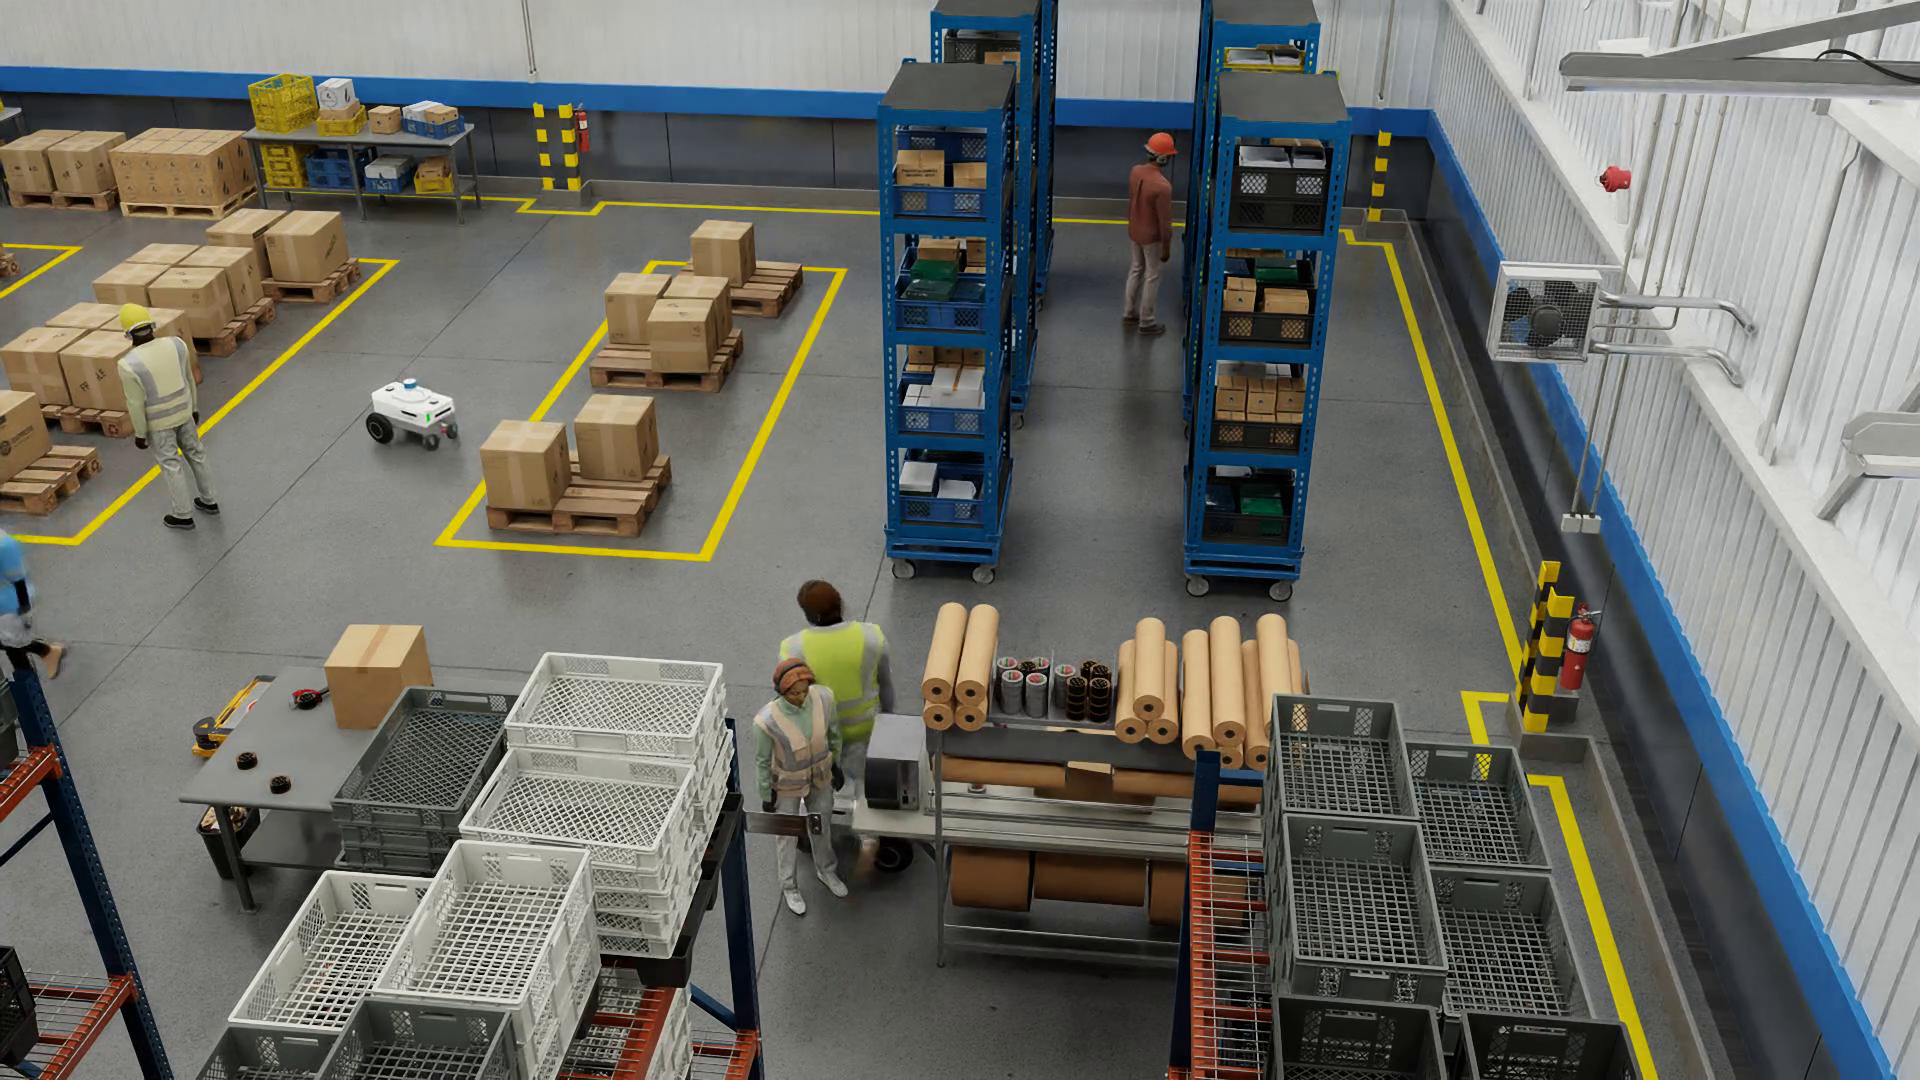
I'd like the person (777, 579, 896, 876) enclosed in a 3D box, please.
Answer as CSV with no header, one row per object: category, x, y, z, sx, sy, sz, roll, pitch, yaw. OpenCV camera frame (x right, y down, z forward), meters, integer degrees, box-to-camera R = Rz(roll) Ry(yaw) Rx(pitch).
person,-0.672,1.059,9.332,0.658,1.801,0.778,-5,31,-8

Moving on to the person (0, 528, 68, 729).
person,-6.085,0.370,10.605,0.547,1.684,0.568,12,32,20

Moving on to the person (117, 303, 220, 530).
person,-6.096,-0.946,12.740,0.404,1.822,0.591,15,33,24

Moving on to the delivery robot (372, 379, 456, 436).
delivery robot,-4.674,-1.142,14.237,0.707,0.478,0.477,16,34,26

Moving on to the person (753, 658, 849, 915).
person,-0.868,1.319,9.037,0.520,1.630,0.325,-21,36,-32

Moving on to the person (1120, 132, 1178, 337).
person,1.838,-2.943,16.016,0.410,1.979,0.630,-16,34,-25
